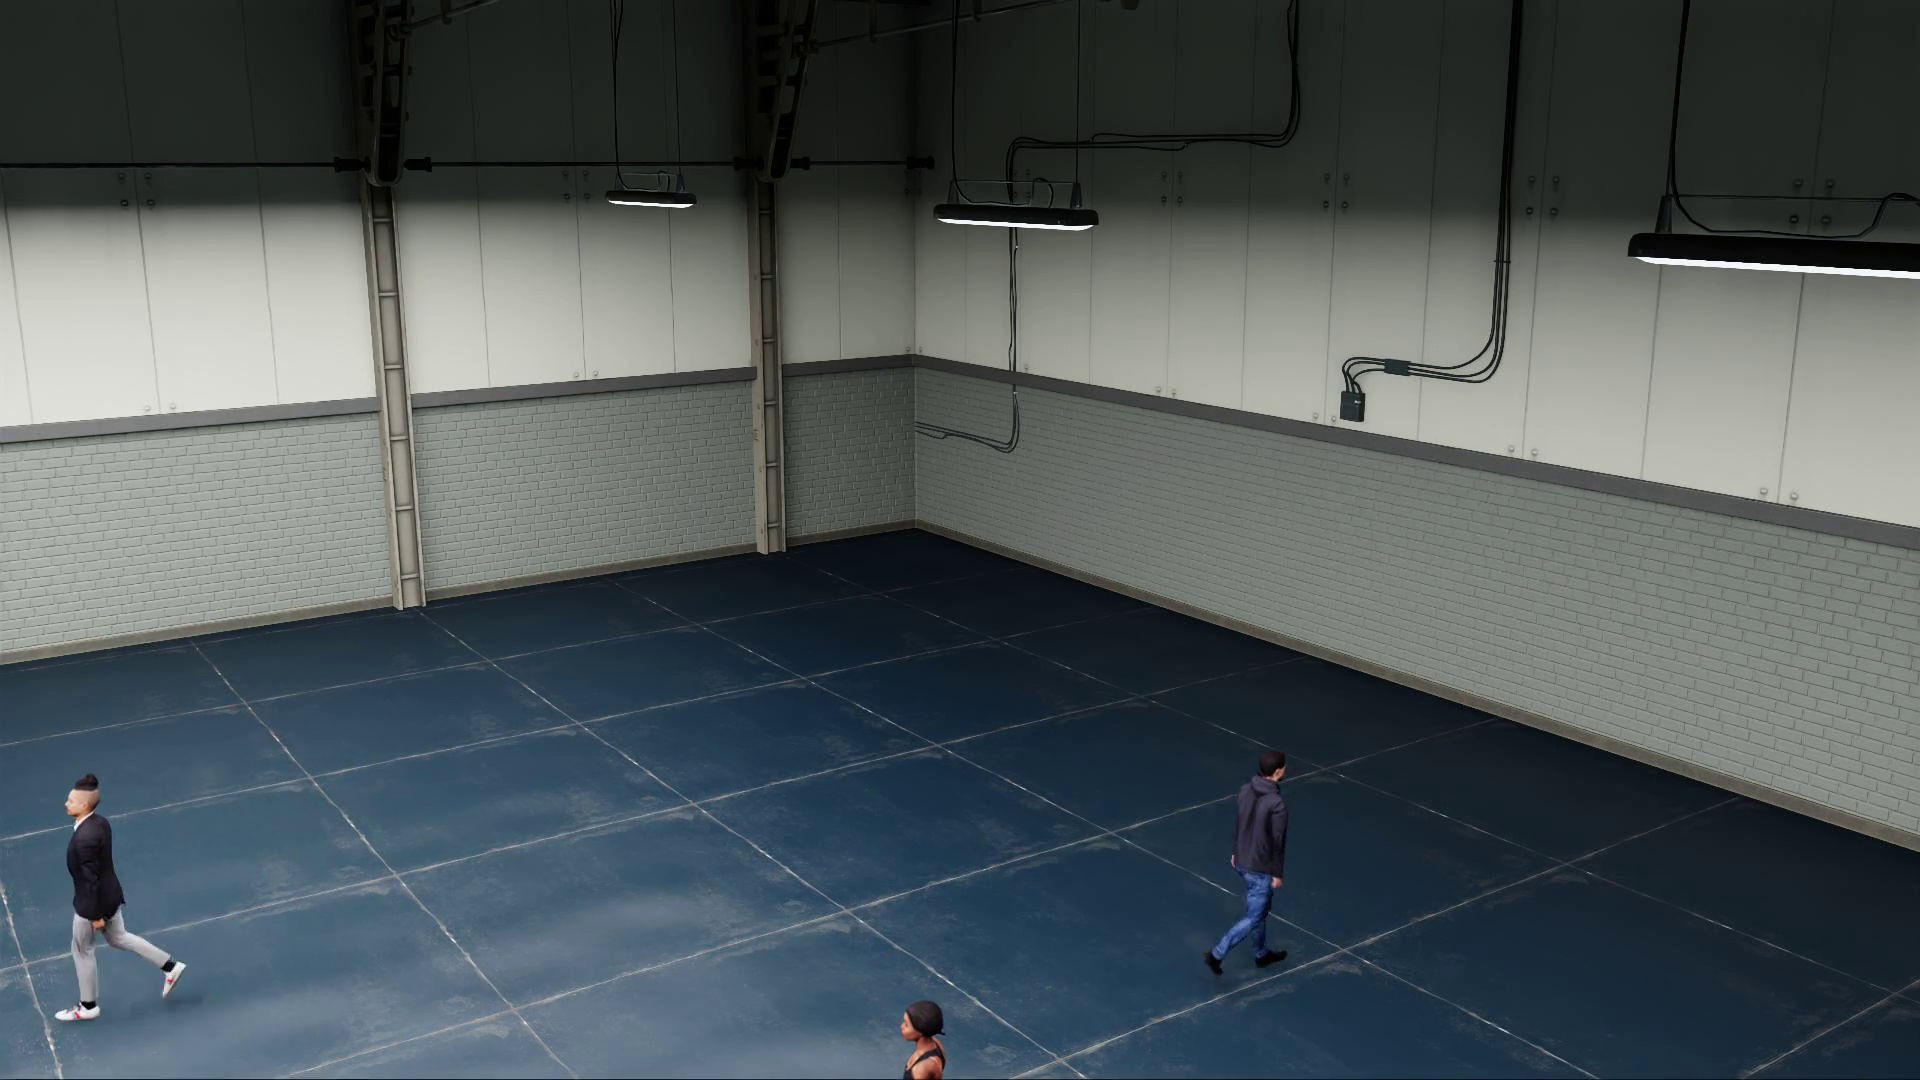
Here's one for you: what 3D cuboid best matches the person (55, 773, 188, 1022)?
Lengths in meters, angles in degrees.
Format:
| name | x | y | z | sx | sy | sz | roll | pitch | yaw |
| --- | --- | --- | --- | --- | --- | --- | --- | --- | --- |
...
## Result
| name | x | y | z | sx | sy | sz | roll | pitch | yaw |
| --- | --- | --- | --- | --- | --- | --- | --- | --- | --- |
| person | -6.422 | 2.688 | 12.604 | 1.247 | 1.925 | 0.956 | -4 | 13 | -15 |

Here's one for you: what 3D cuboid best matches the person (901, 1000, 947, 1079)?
| name | x | y | z | sx | sy | sz | roll | pitch | yaw |
| --- | --- | --- | --- | --- | --- | --- | --- | --- | --- |
| person | -0.187 | 3.470 | 9.723 | 0.706 | 1.699 | 0.651 | 2 | 13 | 8 |

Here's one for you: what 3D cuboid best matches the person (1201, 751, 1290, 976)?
| name | x | y | z | sx | sy | sz | roll | pitch | yaw |
| --- | --- | --- | --- | --- | --- | --- | --- | --- | --- |
| person | 2.272 | 2.595 | 13.149 | 1.153 | 1.859 | 0.790 | -7 | 15 | -27 |
